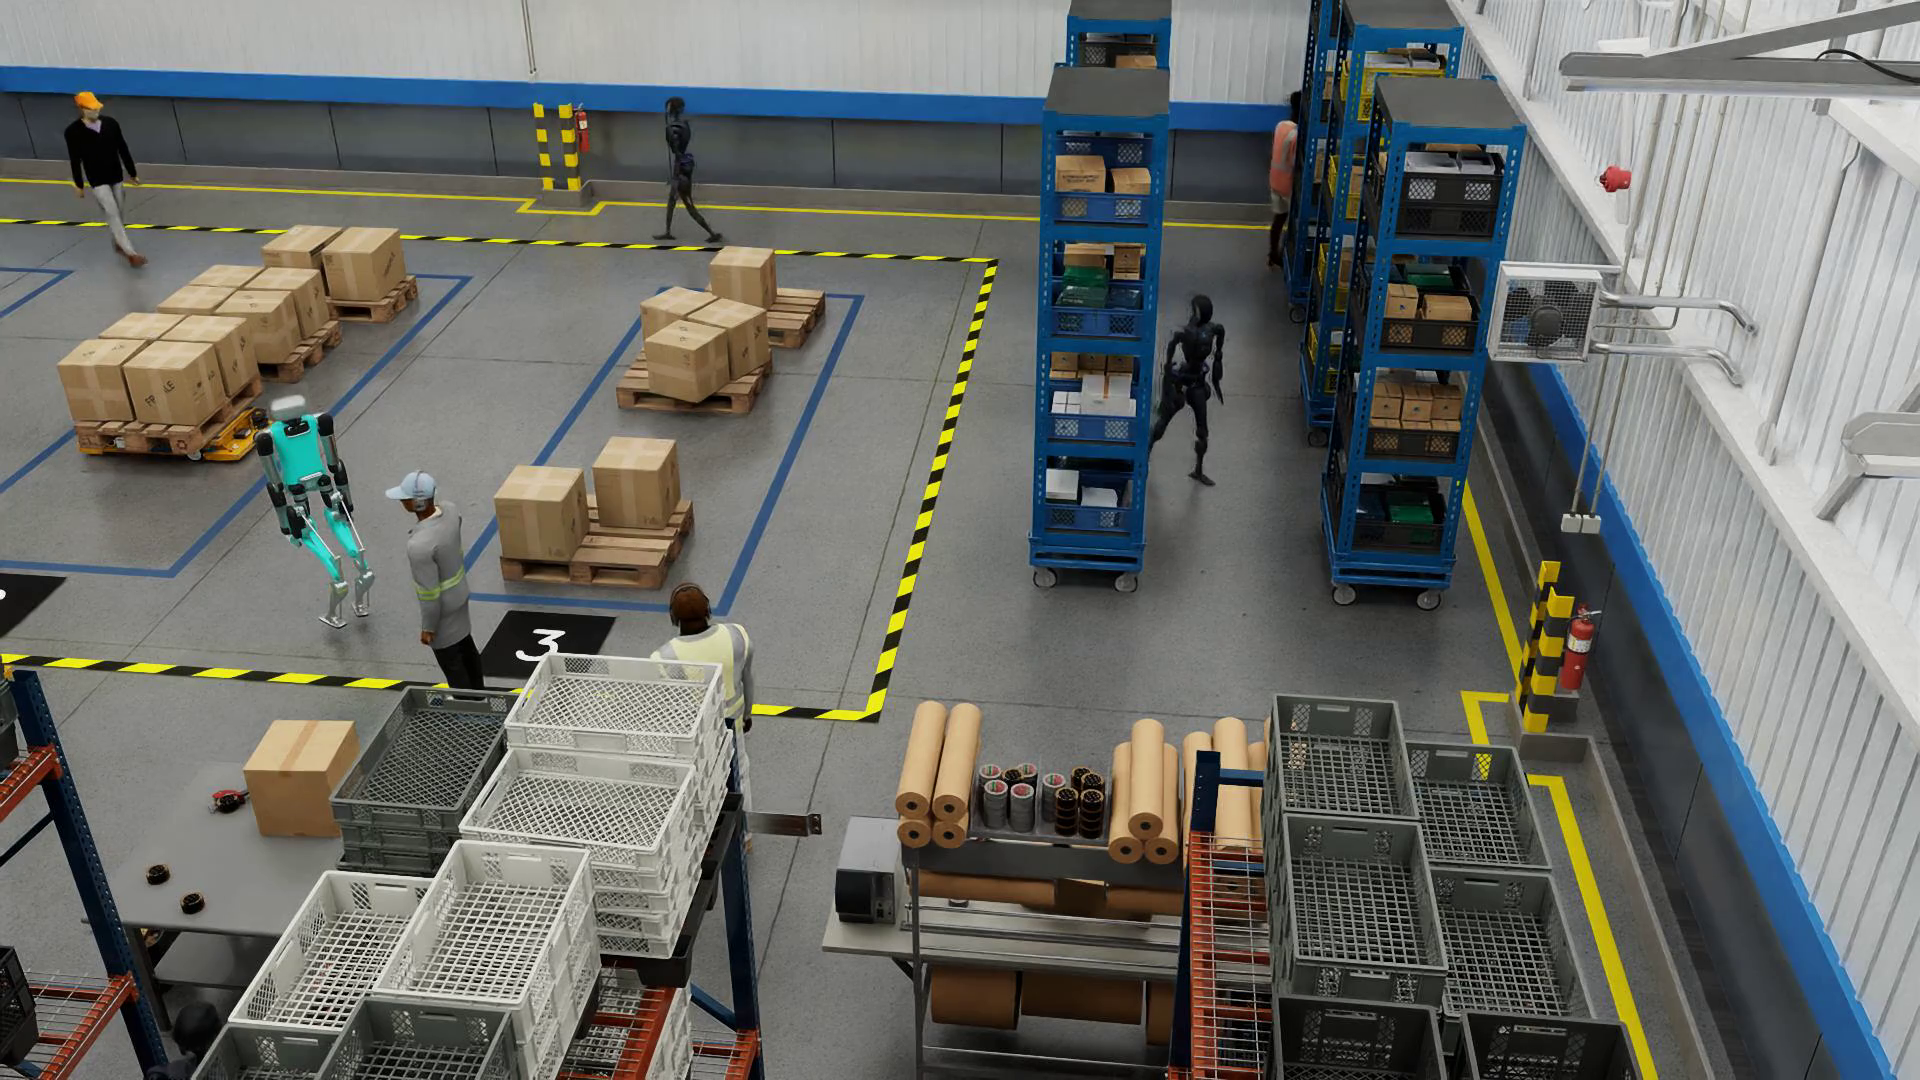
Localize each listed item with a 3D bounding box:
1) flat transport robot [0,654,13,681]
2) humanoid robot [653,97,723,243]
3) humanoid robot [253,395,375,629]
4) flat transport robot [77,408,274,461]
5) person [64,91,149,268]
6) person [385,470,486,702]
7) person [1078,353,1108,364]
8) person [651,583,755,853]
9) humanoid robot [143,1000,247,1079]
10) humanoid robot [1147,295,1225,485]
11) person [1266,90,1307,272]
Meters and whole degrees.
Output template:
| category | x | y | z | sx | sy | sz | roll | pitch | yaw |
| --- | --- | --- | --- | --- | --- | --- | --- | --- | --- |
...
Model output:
| category | x | y | z | sx | sy | sz | roll | pitch | yaw |
| --- | --- | --- | --- | --- | --- | --- | --- | --- | --- |
| flat transport robot | -7.142 | 0.969 | 11.010 | 1.431 | 0.231 | 0.659 | 3 | 30 | 6 |
| humanoid robot | -3.056 | -4.042 | 18.288 | 0.791 | 1.643 | 0.609 | -2 | 30 | -4 |
| humanoid robot | -4.310 | -0.135 | 11.317 | 0.533 | 1.673 | 0.735 | -25 | 38 | -36 |
| flat transport robot | -6.728 | -0.944 | 14.268 | 1.431 | 0.197 | 0.652 | 3 | 30 | 6 |
| person | -9.046 | -3.844 | 17.720 | 0.885 | 1.839 | 0.604 | 19 | 35 | 29 |
| person | -3.271 | 0.388 | 10.432 | 0.383 | 1.851 | 0.596 | 2 | 30 | 4 |
| person | 1.101 | -1.137 | 12.967 | 0.369 | 1.938 | 0.628 | -9 | 31 | -15 |
| person | -1.436 | 1.049 | 9.315 | 0.620 | 1.837 | 0.430 | -19 | 35 | -29 |
| humanoid robot | -3.003 | 2.565 | 6.856 | 0.616 | 1.655 | 0.307 | -6 | 31 | -11 |
| humanoid robot | 1.837 | -1.280 | 13.533 | 0.603 | 1.638 | 0.750 | -14 | 33 | -22 |
| person | 3.468 | -3.729 | 17.402 | 0.448 | 1.951 | 0.653 | -7 | 31 | -11 |
